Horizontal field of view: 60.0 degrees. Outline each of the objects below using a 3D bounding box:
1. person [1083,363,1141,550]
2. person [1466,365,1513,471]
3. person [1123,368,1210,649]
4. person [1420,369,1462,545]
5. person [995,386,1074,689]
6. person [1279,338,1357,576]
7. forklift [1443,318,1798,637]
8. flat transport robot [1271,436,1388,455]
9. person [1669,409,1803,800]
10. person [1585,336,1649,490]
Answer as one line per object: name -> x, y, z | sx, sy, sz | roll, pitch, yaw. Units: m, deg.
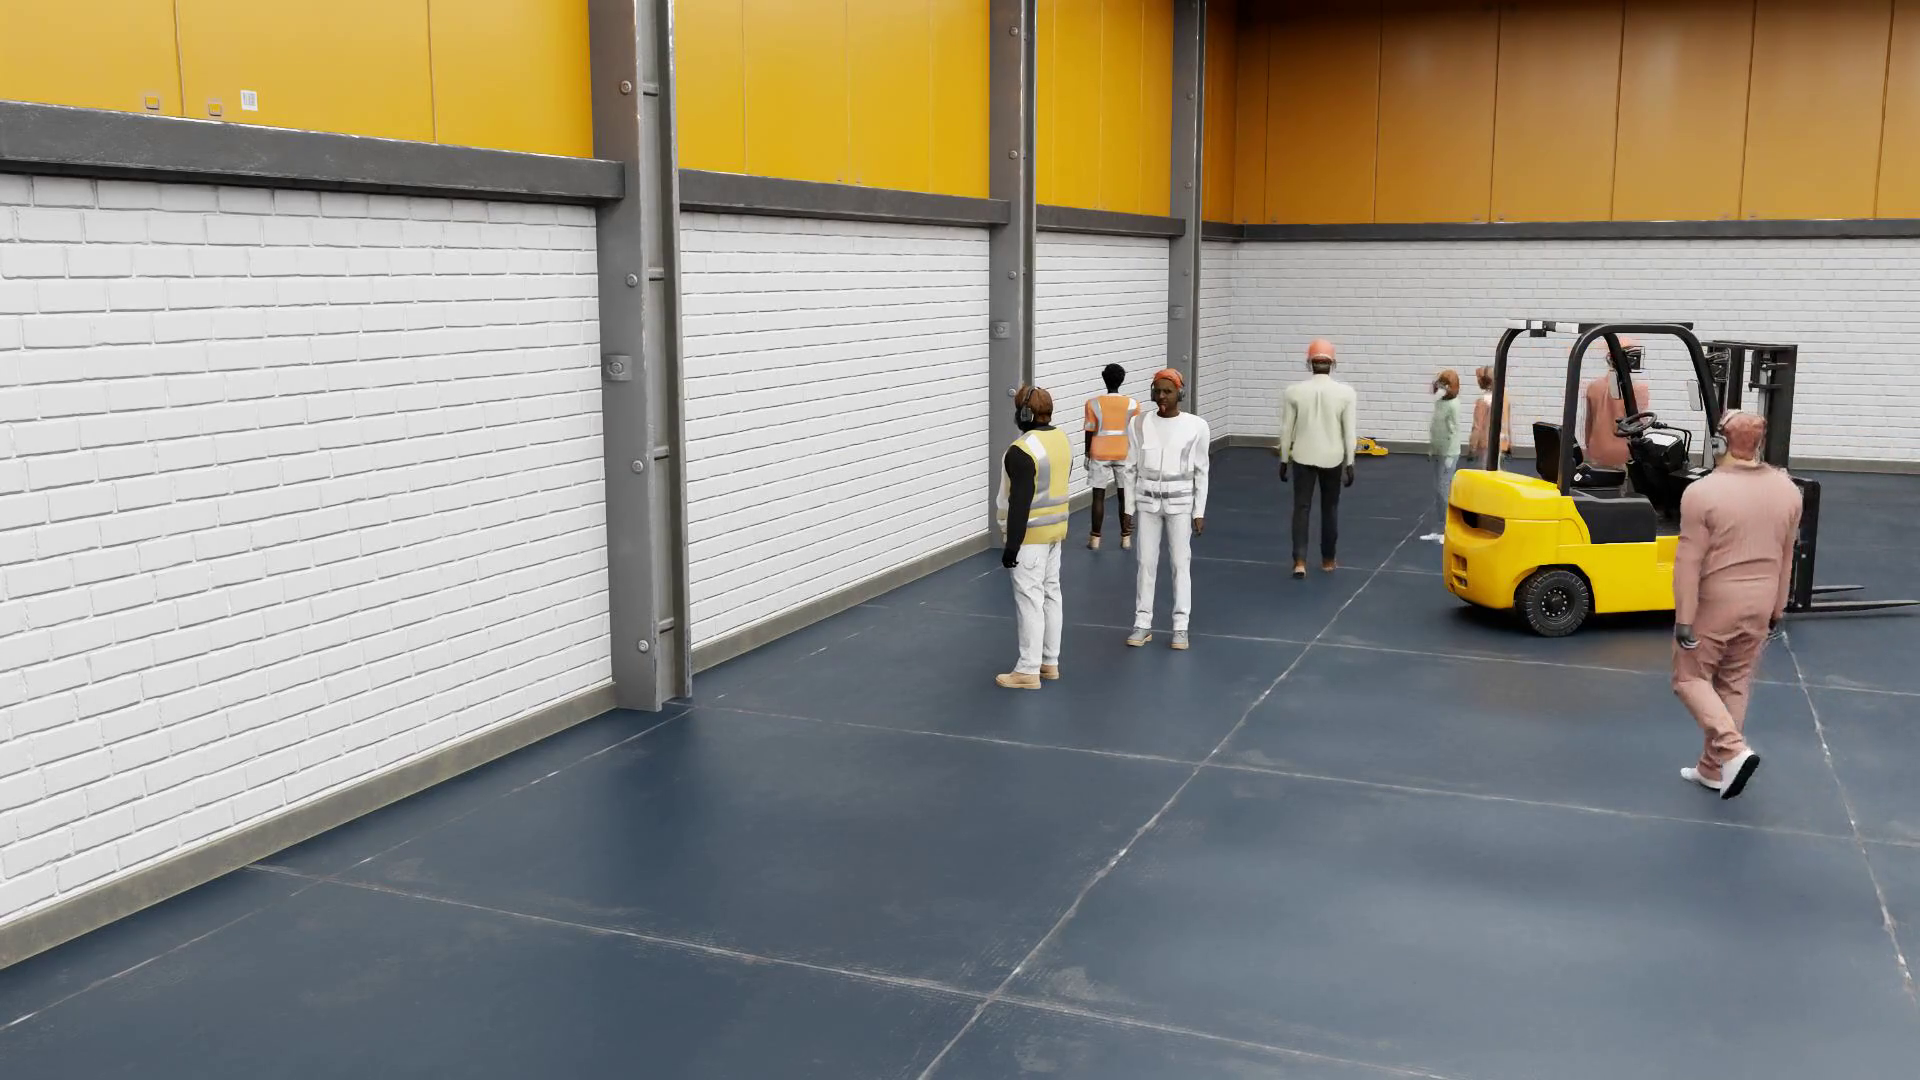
person -> 1.374, -0.747, 15.048 | 0.535, 1.690, 0.320 | -1, 9, -5
person -> 5.019, -0.873, 16.013 | 0.539, 1.605, 0.739 | -9, 13, -42
person -> 1.374, -0.206, 11.174 | 0.575, 1.883, 0.355 | 3, 10, 19
person -> 4.495, -0.765, 15.369 | 0.336, 1.622, 0.540 | 0, 9, 0
person -> 0.437, -0.017, 10.149 | 0.429, 1.844, 0.626 | 5, 11, 29
person -> 2.970, -0.681, 13.812 | 0.622, 1.998, 0.638 | 2, 10, 15
forklift -> 4.706, -0.497, 11.990 | 2.313, 2.155, 1.214 | -2, 10, -10
flat transport robot -> 5.003, -1.283, 22.565 | 1.431, 0.197, 0.652 | -1, 9, -4
person -> 3.691, 0.326, 7.931 | 0.649, 1.889, 0.616 | -2, 10, -12
person -> 5.569, -0.711, 13.934 | 0.760, 1.971, 0.652 | -6, 11, -32
